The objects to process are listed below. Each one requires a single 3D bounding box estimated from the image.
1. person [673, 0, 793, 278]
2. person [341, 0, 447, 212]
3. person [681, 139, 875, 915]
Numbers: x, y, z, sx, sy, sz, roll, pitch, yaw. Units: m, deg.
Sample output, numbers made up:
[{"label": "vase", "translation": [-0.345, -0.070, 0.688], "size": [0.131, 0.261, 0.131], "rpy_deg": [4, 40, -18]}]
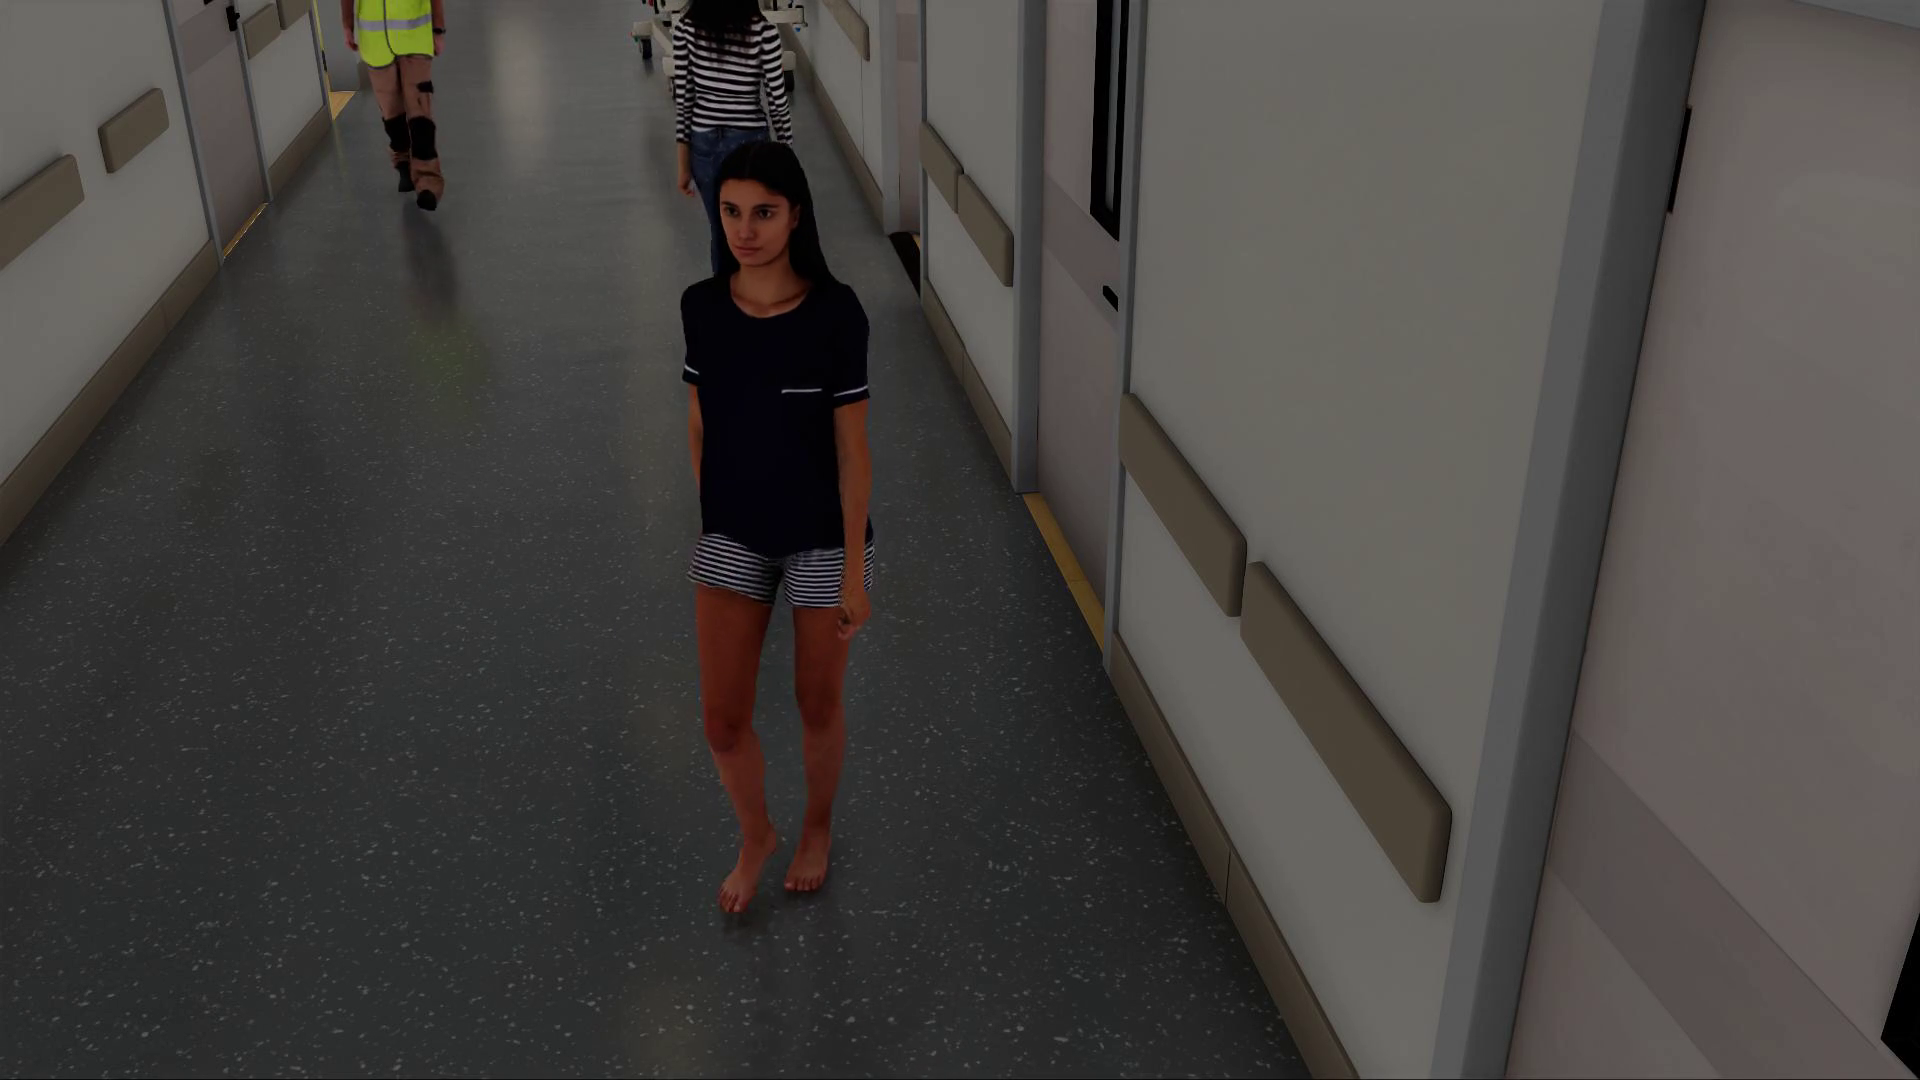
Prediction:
[{"label": "person", "translation": [-0.931, -1.444, 6.603], "size": [0.660, 1.777, 0.762], "rpy_deg": [4, 26, 8]}, {"label": "person", "translation": [-3.184, -2.796, 9.384], "size": [1.063, 1.797, 0.734], "rpy_deg": [-4, 26, -9]}, {"label": "person", "translation": [-0.359, -0.011, 3.662], "size": [0.648, 1.752, 0.723], "rpy_deg": [3, 26, 7]}]
